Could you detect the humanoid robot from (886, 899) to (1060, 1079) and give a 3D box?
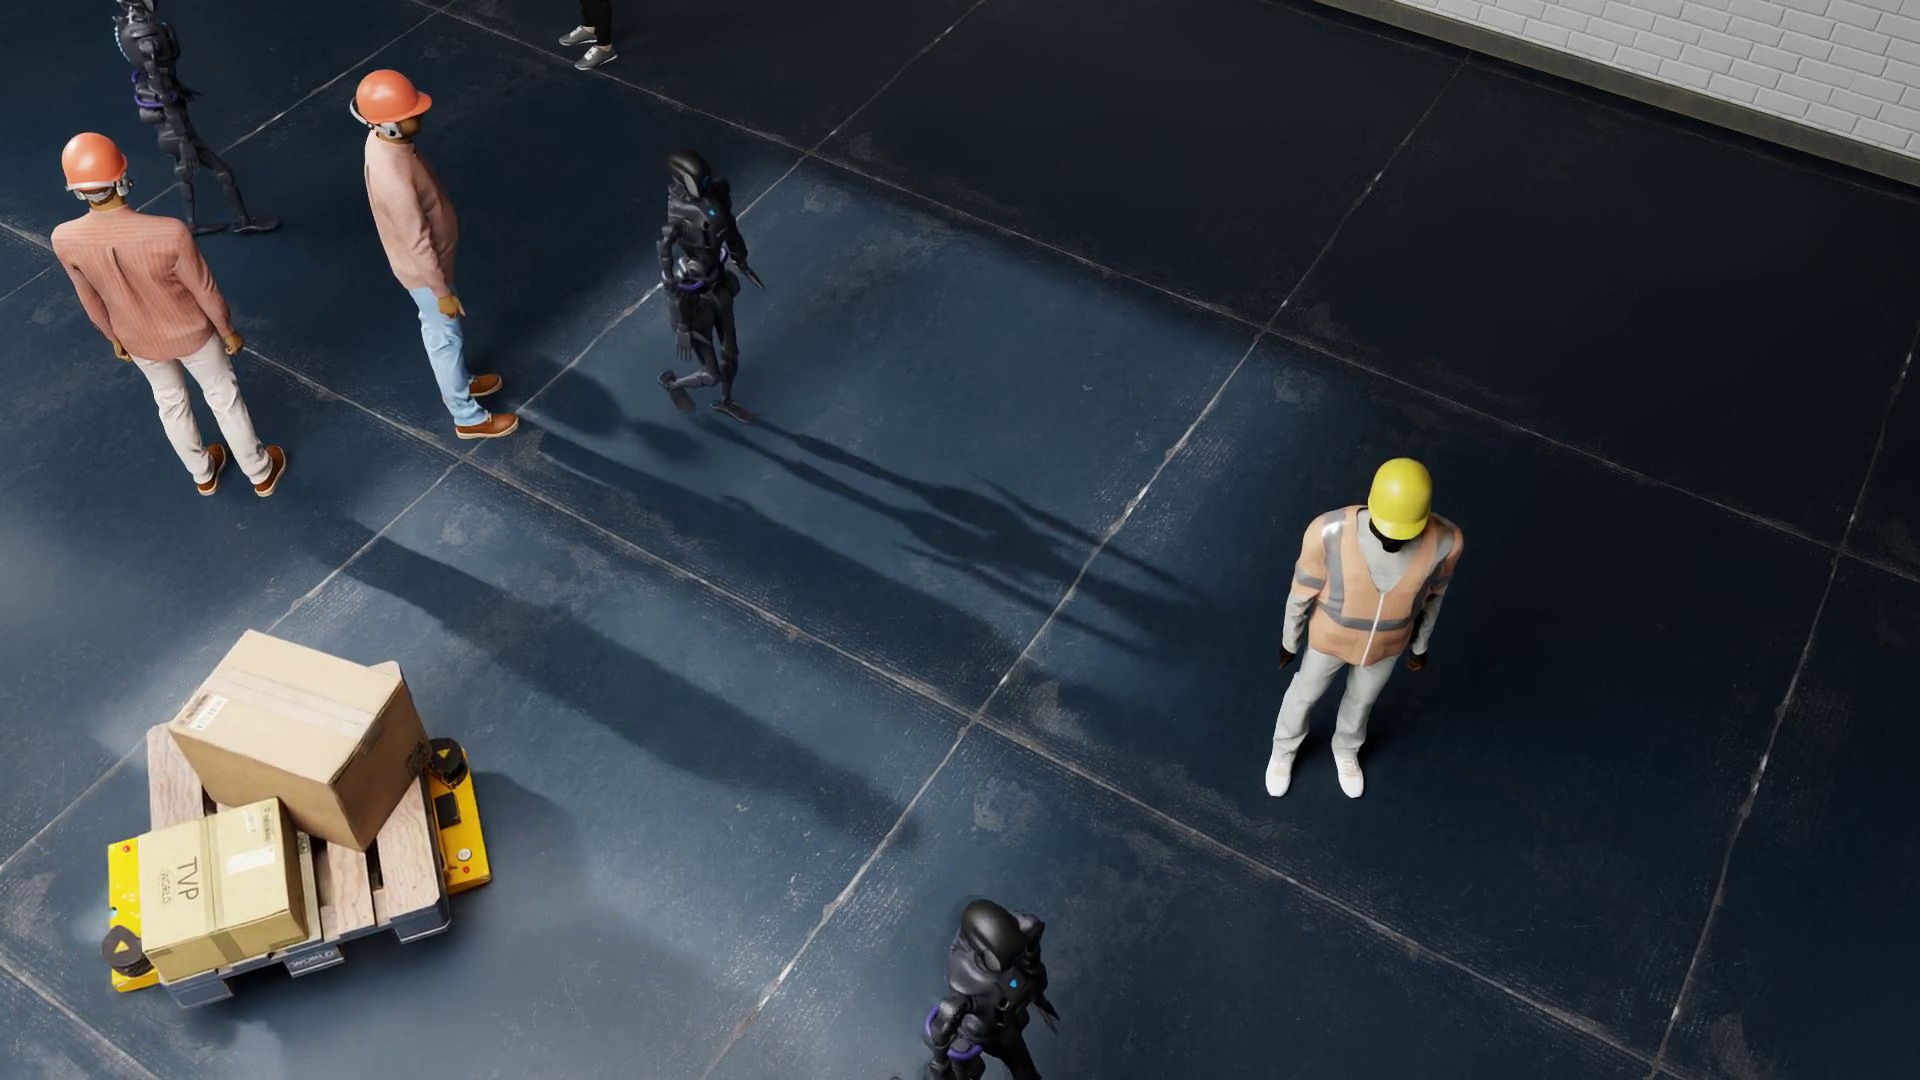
[{"bbox_3d":[0.063,1.625,5.487,0.752,1.630,0.593,31,56,24],"label":"humanoid robot"}]

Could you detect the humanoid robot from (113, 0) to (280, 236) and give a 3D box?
[{"bbox_3d":[-4.180,-2.319,8.914,0.554,1.642,0.609,-17,51,-14],"label":"humanoid robot"}]

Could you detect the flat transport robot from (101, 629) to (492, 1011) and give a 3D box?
[{"bbox_3d":[-2.670,1.280,6.696,1.431,0.231,0.659,-15,51,-13],"label":"flat transport robot"}]

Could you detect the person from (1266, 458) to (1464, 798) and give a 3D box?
[{"bbox_3d":[1.534,0.372,6.391,0.591,1.924,0.382,1,49,1],"label":"person"}]

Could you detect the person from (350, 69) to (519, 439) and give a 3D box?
[{"bbox_3d":[-2.487,-1.324,7.828,0.384,1.995,0.610,-16,51,-14],"label":"person"}]

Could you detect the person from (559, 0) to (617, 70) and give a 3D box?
[{"bbox_3d":[-2.366,-3.711,10.073,0.453,1.753,0.761,-19,51,-16],"label":"person"}]

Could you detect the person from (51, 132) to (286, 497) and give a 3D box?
[{"bbox_3d":[-3.574,-0.963,7.520,0.610,1.986,0.402,-1,49,-1],"label":"person"}]

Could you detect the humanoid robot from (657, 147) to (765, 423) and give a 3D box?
[{"bbox_3d":[-1.254,-1.217,7.950,0.465,1.642,0.600,23,53,19],"label":"humanoid robot"}]
